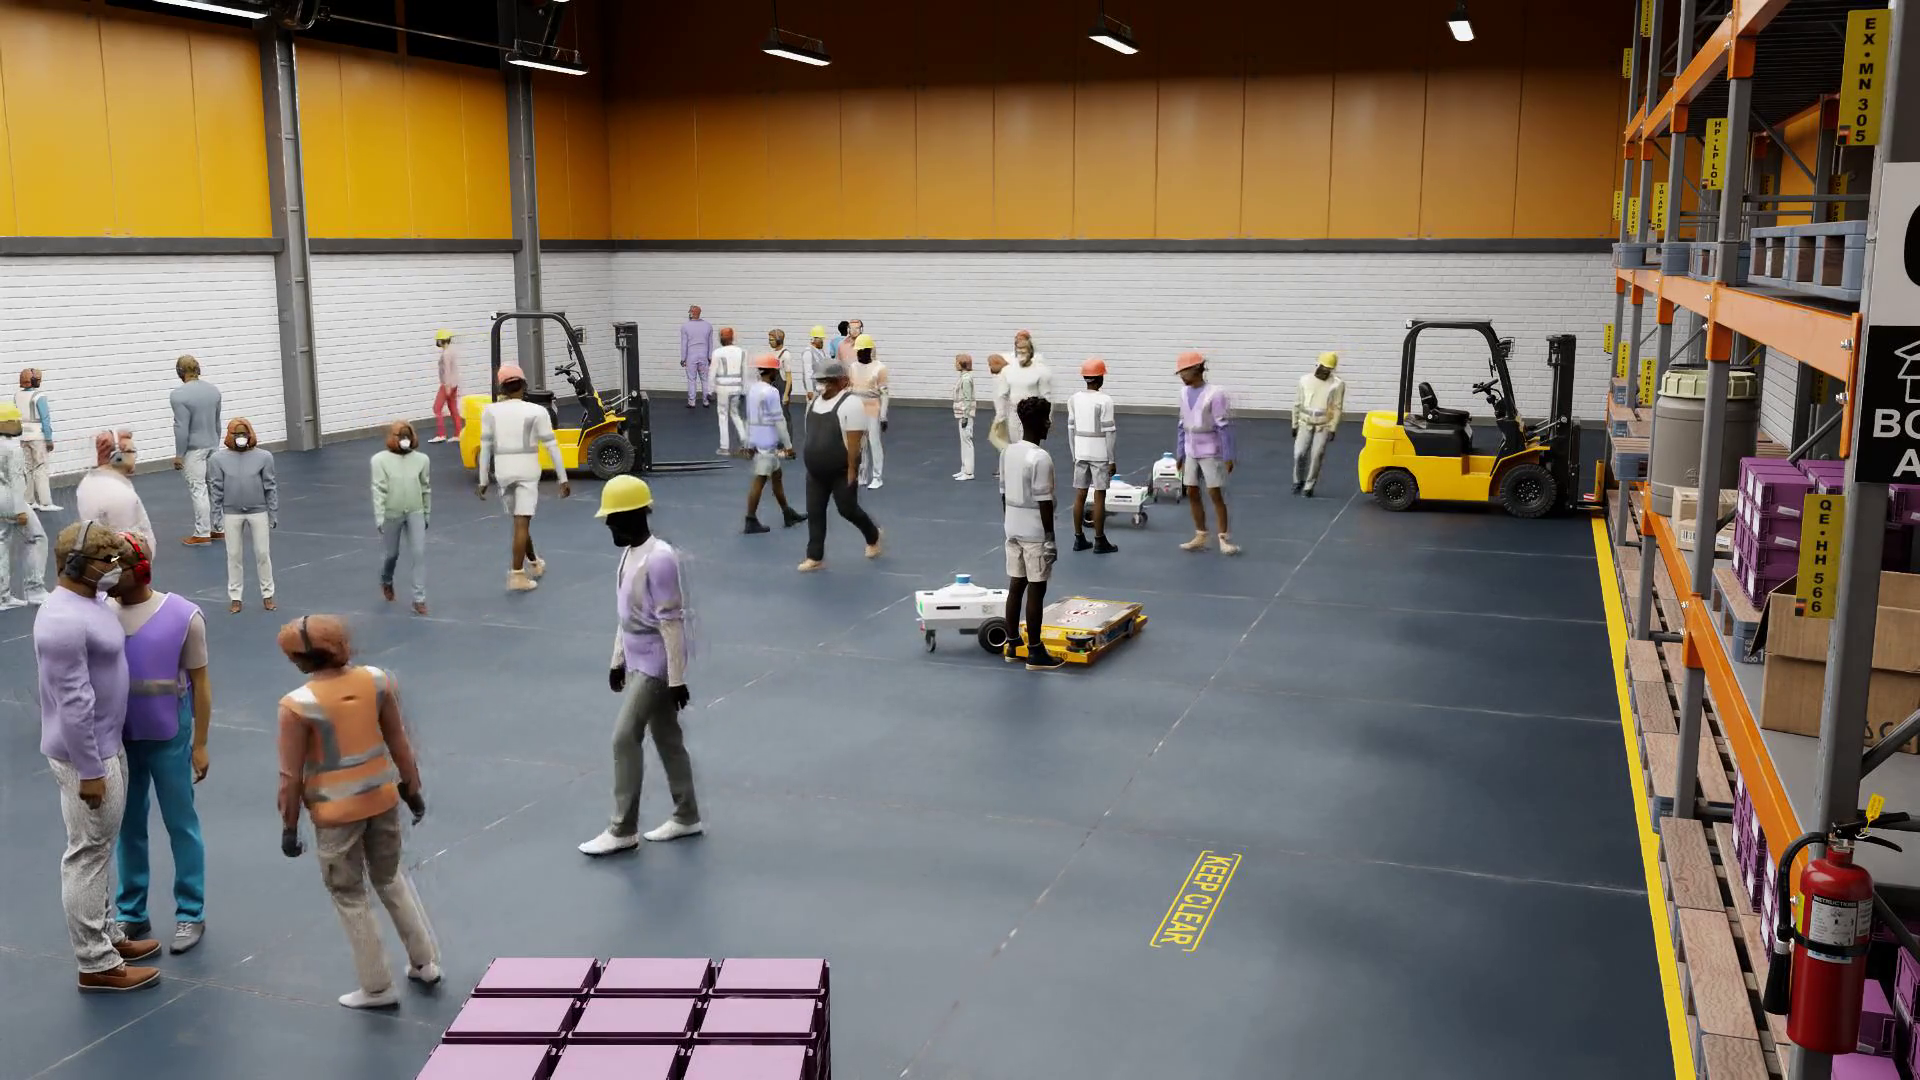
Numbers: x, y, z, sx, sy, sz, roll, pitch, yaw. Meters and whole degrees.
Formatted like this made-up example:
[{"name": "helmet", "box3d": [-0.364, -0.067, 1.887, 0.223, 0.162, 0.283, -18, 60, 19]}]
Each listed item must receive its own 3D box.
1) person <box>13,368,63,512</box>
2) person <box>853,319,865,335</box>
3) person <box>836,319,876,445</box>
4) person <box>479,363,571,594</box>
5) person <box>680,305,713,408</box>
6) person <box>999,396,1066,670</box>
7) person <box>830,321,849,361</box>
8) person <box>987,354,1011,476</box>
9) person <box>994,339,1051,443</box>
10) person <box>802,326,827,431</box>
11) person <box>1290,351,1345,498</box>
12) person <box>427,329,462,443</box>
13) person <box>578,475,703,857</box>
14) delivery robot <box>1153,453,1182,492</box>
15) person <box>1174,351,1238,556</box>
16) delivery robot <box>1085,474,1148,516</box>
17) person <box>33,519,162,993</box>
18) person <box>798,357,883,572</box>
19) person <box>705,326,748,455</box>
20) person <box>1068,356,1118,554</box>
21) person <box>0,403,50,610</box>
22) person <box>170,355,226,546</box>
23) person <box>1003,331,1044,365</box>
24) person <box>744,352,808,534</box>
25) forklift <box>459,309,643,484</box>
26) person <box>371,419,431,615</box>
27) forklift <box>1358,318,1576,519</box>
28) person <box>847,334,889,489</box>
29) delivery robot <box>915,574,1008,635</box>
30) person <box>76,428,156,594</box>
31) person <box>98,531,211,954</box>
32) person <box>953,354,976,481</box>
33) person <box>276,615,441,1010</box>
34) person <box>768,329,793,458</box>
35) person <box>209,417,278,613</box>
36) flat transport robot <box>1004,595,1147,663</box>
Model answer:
[{"name": "person", "box3d": [-10.535, -1.135, 18.942, 0.520, 1.639, 0.312, 5, 11, 24]}, {"name": "person", "box3d": [-1.672, -2.637, 26.830, 0.429, 1.845, 0.621, 4, 11, 22]}, {"name": "person", "box3d": [-1.600, -2.386, 25.233, 0.651, 1.908, 0.409, 3, 11, 17]}, {"name": "person", "box3d": [-3.833, -0.568, 14.753, 0.772, 1.978, 1.006, 1, 10, 7]}, {"name": "person", "box3d": [-4.913, -3.406, 30.962, 0.651, 1.912, 0.409, -6, 12, -32]}, {"name": "person", "box3d": [0.514, -0.055, 11.941, 0.368, 1.966, 0.602, -6, 12, -29]}, {"name": "person", "box3d": [-2.041, -3.025, 29.425, 0.533, 1.697, 0.319, 4, 11, 20]}, {"name": "person", "box3d": [0.529, -1.629, 21.785, 0.358, 1.606, 0.537, 2, 10, 9]}, {"name": "person", "box3d": [0.733, -1.420, 19.761, 0.641, 1.915, 0.626, 6, 12, 31]}, {"name": "person", "box3d": [-2.149, -2.298, 24.957, 0.403, 1.828, 0.594, 3, 11, 17]}, {"name": "person", "box3d": [4.265, -1.374, 19.892, 0.622, 1.784, 0.423, 4, 11, 23]}, {"name": "person", "box3d": [-7.962, -2.354, 25.508, 0.608, 1.750, 0.538, -1, 10, -6]}, {"name": "person", "box3d": [-1.663, 0.625, 8.305, 0.801, 1.891, 0.604, -4, 11, -22]}, {"name": "delivery robot", "box3d": [2.479, -0.798, 19.836, 0.477, 0.478, 0.707, 1, 10, 7]}, {"name": "person", "box3d": [2.421, -0.838, 16.296, 0.426, 2.001, 0.809, -8, 13, -37]}, {"name": "delivery robot", "box3d": [1.667, -0.466, 17.964, 0.707, 0.478, 0.477, 2, 10, 14]}, {"name": "person", "box3d": [-3.538, 0.874, 6.801, 0.372, 1.934, 0.627, -4, 11, -21]}, {"name": "person", "box3d": [-1.136, -0.745, 15.616, 0.678, 2.000, 0.866, 7, 12, 35]}, {"name": "person", "box3d": [-3.350, -2.145, 23.995, 0.591, 1.868, 0.493, -10, 14, -43]}, {"name": "person", "box3d": [1.318, -0.835, 16.402, 0.545, 1.943, 0.347, 9, 13, 40]}, {"name": "person", "box3d": [-7.871, -0.291, 13.925, 0.513, 1.719, 0.621, 6, 12, 29]}, {"name": "person", "box3d": [-7.703, -0.902, 16.808, 0.379, 1.933, 0.629, 3, 11, 17]}, {"name": "person", "box3d": [0.836, -1.930, 22.824, 0.593, 1.854, 0.813, 2, 10, 9]}, {"name": "person", "box3d": [-1.929, -1.031, 17.607, 0.897, 1.902, 0.554, -5, 11, -27]}, {"name": "forklift", "box3d": [-5.354, -1.902, 21.697, 2.313, 2.155, 1.214, -2, 10, -13]}, {"name": "person", "box3d": [-4.650, -0.215, 13.842, 0.498, 1.610, 0.726, -7, 12, -33]}, {"name": "forklift", "box3d": [5.787, -1.437, 19.079, 2.313, 2.155, 1.214, 3, 11, 19]}, {"name": "person", "box3d": [-1.158, -1.593, 20.727, 0.630, 1.922, 0.381, 7, 12, 35]}, {"name": "delivery robot", "box3d": [0.019, 0.502, 12.510, 0.707, 0.478, 0.477, -1, 10, -5]}, {"name": "person", "box3d": [-5.269, 0.248, 10.438, 0.450, 1.896, 0.643, -8, 13, -38]}, {"name": "person", "box3d": [-3.485, 0.860, 7.150, 0.564, 1.837, 0.394, 1, 10, 4]}, {"name": "person", "box3d": [0.057, -1.589, 21.497, 0.307, 1.639, 0.525, -1, 10, -4]}, {"name": "person", "box3d": [-2.414, 1.074, 6.571, 0.402, 1.604, 0.547, 6, 12, 31]}, {"name": "person", "box3d": [-2.582, -2.100, 23.817, 0.343, 1.840, 0.507, -6, 12, -31]}, {"name": "person", "box3d": [-5.910, -0.206, 13.760, 0.505, 1.629, 0.279, -4, 11, -20]}, {"name": "flat transport robot", "box3d": [0.905, 0.662, 12.674, 0.652, 0.197, 1.431, 4, 11, 23]}]
